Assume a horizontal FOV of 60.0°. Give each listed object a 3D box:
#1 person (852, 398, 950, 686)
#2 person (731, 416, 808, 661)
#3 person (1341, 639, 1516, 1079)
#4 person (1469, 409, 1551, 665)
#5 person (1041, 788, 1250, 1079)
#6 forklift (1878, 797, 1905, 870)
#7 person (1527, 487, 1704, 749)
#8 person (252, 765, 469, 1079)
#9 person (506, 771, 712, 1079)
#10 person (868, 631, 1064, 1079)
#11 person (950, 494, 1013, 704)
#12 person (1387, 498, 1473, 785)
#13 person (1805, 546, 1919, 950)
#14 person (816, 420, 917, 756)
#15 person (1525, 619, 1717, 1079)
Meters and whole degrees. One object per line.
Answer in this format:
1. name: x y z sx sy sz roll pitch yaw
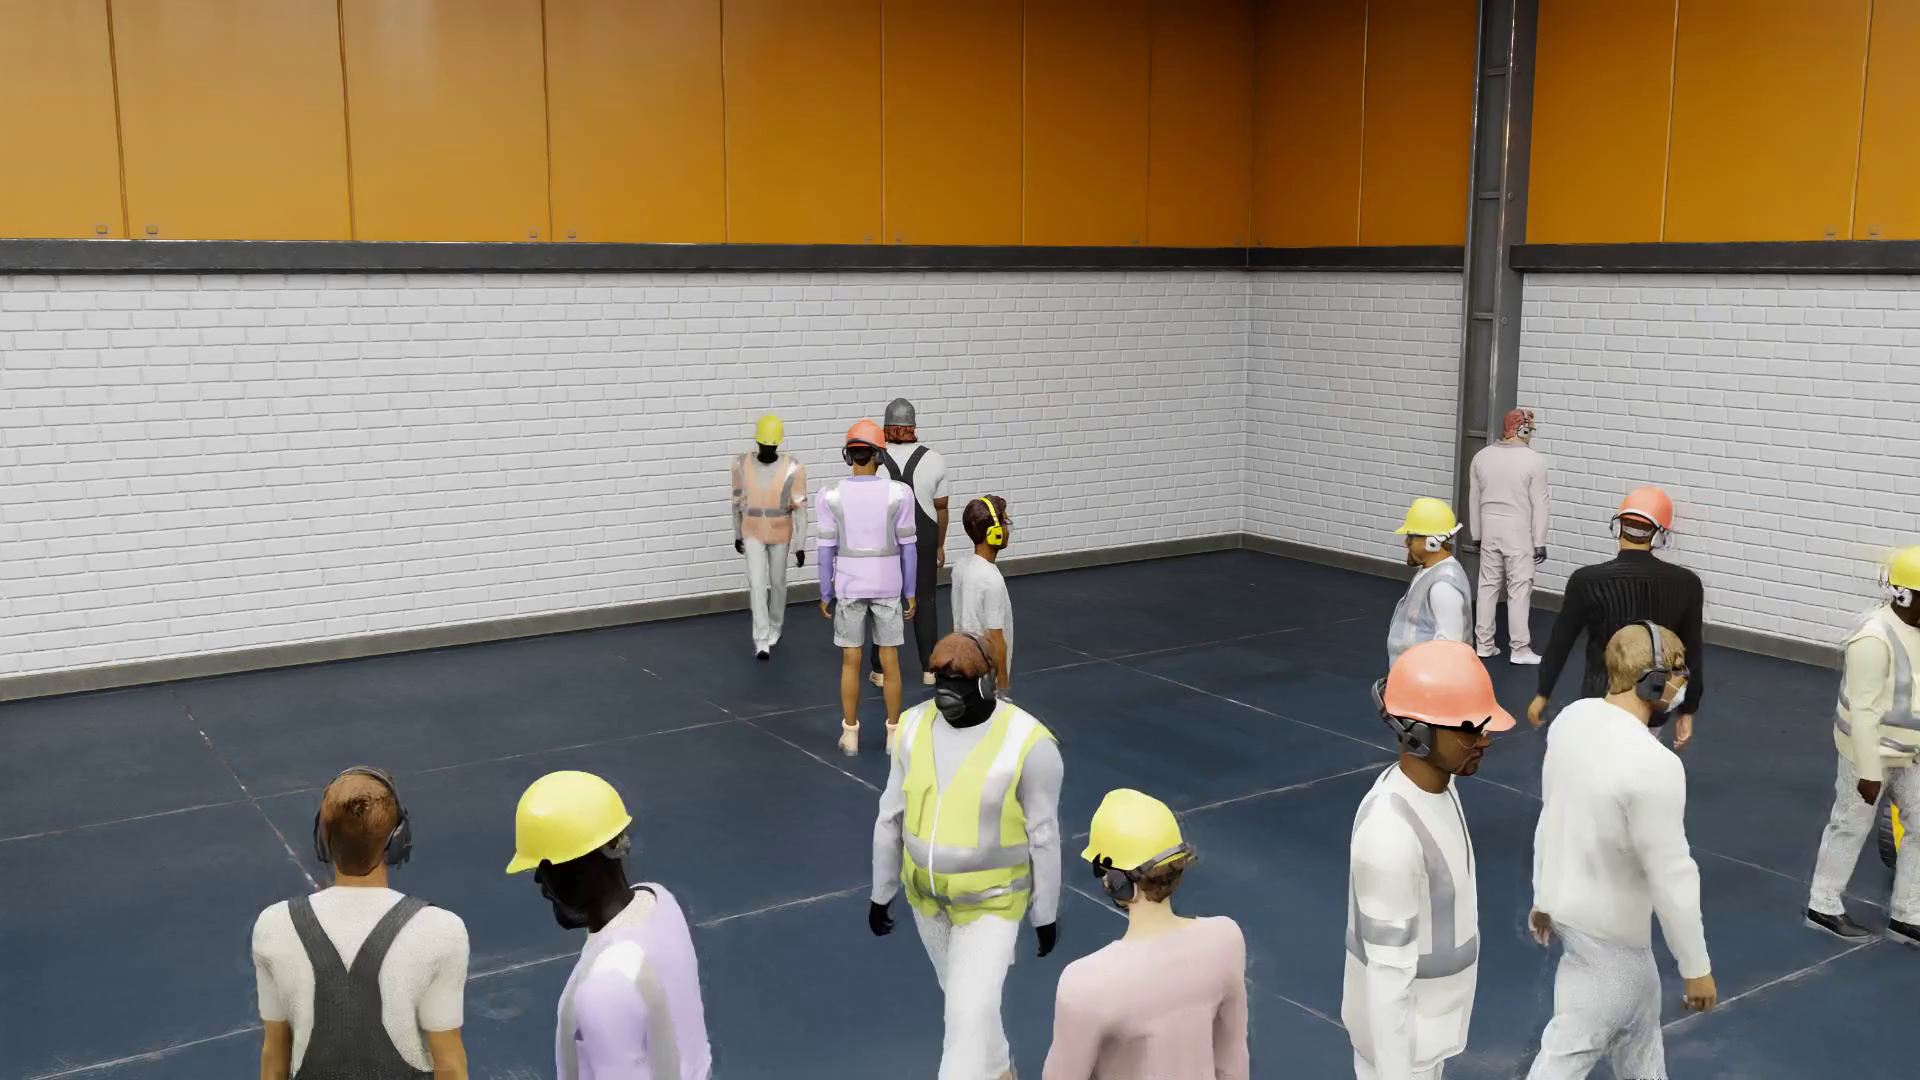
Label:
1. person: -0.427 0.011 11.743 0.683 2.000 0.536 -1 9 -6
2. person: -1.443 -0.031 12.597 0.593 1.839 1.046 0 9 0
3. person: 1.180 1.251 4.262 0.384 2.041 0.615 4 10 23
4. person: 4.105 -0.025 12.387 0.400 1.902 0.643 -7 12 -36
5. person: 0.401 1.437 3.979 0.550 1.754 0.455 -6 11 -32
6. forklift: 5.511 0.571 7.906 2.313 2.155 1.214 -6 11 -33
7. person: 2.981 0.735 7.600 0.652 1.955 0.662 -1 10 -7
8. person: -1.399 1.432 3.901 0.513 1.807 0.910 -1 9 -7
9. person: -0.719 1.422 3.763 0.851 1.903 0.643 0 9 2
10. person: -0.009 1.176 5.486 0.639 1.792 0.937 7 12 35
11. person: 0.131 0.709 8.033 0.326 1.876 0.518 -4 10 -25
12. person: 2.313 0.699 8.230 0.404 1.827 0.600 2 10 10
13. person: 4.009 0.901 7.111 0.607 1.796 0.702 -6 11 -33
14. person: -0.560 0.294 10.059 0.605 2.034 0.392 0 9 -2
15. person: 2.115 1.183 5.095 0.963 1.894 0.662 0 9 -2
